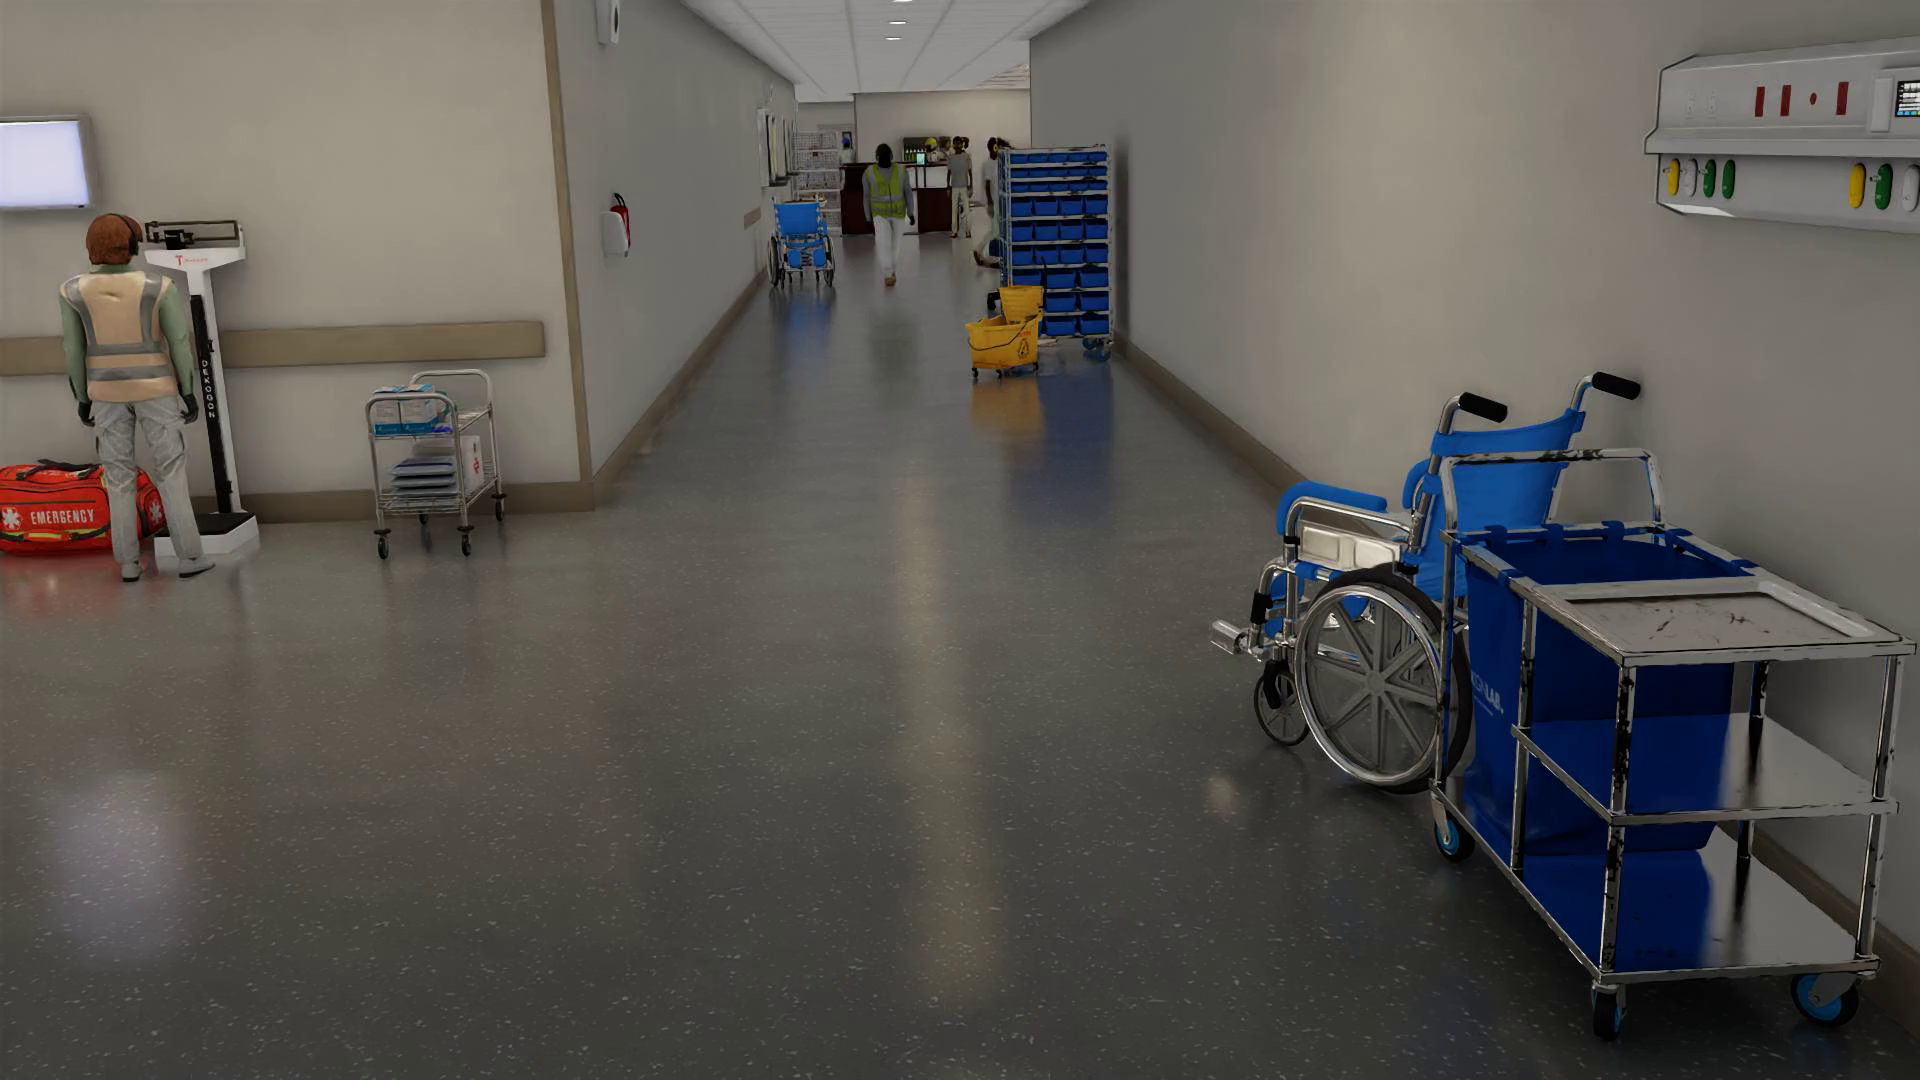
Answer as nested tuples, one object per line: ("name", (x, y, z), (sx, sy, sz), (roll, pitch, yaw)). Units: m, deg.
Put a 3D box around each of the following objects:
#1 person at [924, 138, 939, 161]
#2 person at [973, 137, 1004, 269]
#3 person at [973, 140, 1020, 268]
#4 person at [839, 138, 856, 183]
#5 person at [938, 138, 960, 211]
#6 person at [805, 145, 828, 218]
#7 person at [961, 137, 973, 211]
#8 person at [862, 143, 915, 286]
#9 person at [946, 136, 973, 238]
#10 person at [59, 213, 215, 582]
("person", (-0.666, -8.557, 39.256), (0.403, 1.837, 0.590), (-3, 14, -7))
("person", (0.434, -4.708, 23.296), (0.538, 1.841, 0.567), (4, 15, 23))
("person", (0.615, -4.774, 23.679), (0.927, 1.788, 0.647), (-5, 14, -13))
("person", (-2.955, -9.719, 44.182), (0.666, 1.895, 0.871), (4, 15, 24))
("person", (-0.410, -9.070, 41.374), (0.766, 1.826, 0.512), (7, 16, 31))
("person", (-3.481, -8.692, 40.343), (0.563, 1.742, 0.361), (-3, 14, -4))
("person", (0.111, -9.153, 41.618), (0.429, 1.838, 0.622), (-2, 14, -2))
("person", (-0.930, -4.209, 21.504), (0.625, 1.810, 0.929), (-5, 14, -13))
("person", (-0.002, -6.509, 30.728), (0.505, 1.861, 0.330), (2, 14, 14))
("person", (-3.682, -0.626, 7.431), (0.522, 1.638, 0.311), (-4, 14, -10))
